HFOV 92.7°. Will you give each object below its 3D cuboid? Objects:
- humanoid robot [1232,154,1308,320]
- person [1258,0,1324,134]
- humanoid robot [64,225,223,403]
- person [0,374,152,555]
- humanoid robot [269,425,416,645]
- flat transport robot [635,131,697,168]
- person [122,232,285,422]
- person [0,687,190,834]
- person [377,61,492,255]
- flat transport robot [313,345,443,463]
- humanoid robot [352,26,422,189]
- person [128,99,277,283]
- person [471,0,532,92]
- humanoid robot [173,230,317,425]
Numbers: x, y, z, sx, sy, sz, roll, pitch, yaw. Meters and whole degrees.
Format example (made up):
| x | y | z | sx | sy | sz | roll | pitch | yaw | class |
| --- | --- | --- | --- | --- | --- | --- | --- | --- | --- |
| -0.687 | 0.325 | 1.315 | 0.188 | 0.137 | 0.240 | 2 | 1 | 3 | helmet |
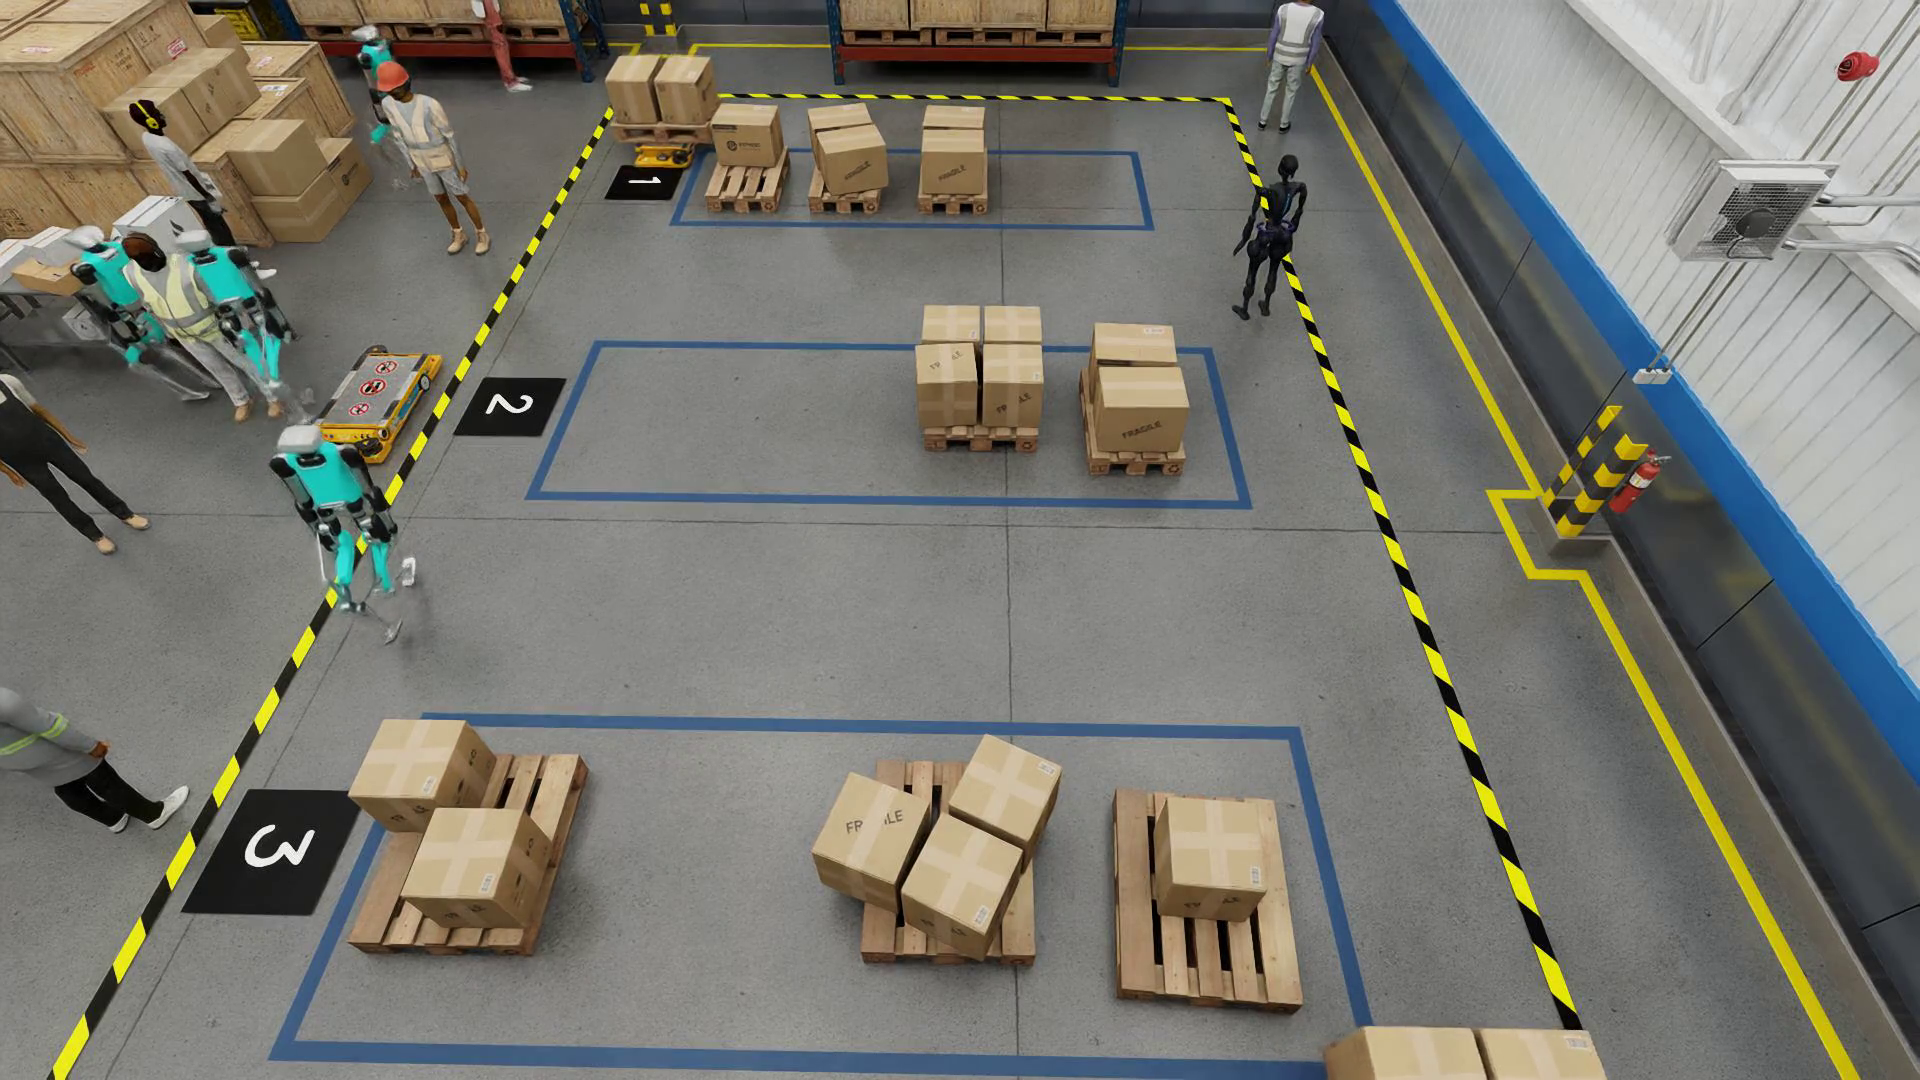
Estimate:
| x | y | z | sx | sy | sz | roll | pitch | yaw | class |
| --- | --- | --- | --- | --- | --- | --- | --- | --- | --- |
| 3.000 | -2.925 | 8.910 | 0.599 | 1.657 | 0.315 | -8 | 50 | -7 | humanoid robot |
| 4.131 | -6.041 | 11.455 | 0.599 | 1.827 | 0.403 | 19 | 52 | 15 | person |
| -7.234 | -1.947 | 8.008 | 0.695 | 1.727 | 0.542 | 10 | 50 | 8 | humanoid robot |
| -6.918 | -0.649 | 6.883 | 0.346 | 1.846 | 0.504 | 22 | 53 | 18 | person |
| -4.210 | 0.069 | 6.372 | 0.554 | 1.741 | 1.060 | -12 | 51 | -10 | humanoid robot |
| -3.688 | -5.214 | 11.761 | 0.652 | 0.197 | 1.431 | 1 | 50 | 1 | flat transport robot |
| -6.492 | -1.806 | 7.874 | 0.633 | 1.834 | 0.429 | -6 | 50 | -5 | person |
| -5.340 | 1.176 | 5.335 | 0.597 | 1.849 | 0.388 | -2 | 50 | -2 | person |
| -5.466 | -3.913 | 9.519 | 0.613 | 2.039 | 0.386 | 3 | 50 | 2 | person |
| -5.383 | -1.269 | 8.441 | 0.659 | 0.231 | 1.431 | 1 | 50 | 1 | flat transport robot |
| -6.758 | -5.004 | 10.637 | 0.855 | 1.772 | 0.585 | 9 | 50 | 7 | humanoid robot |
| -7.698 | -3.493 | 9.273 | 0.516 | 1.873 | 0.331 | 27 | 55 | 21 | person |
| -6.268 | -7.016 | 12.226 | 0.372 | 1.914 | 0.596 | -25 | 54 | -19 | person |
| -6.008 | -1.659 | 7.816 | 0.543 | 1.750 | 0.962 | -22 | 53 | -18 | humanoid robot |
